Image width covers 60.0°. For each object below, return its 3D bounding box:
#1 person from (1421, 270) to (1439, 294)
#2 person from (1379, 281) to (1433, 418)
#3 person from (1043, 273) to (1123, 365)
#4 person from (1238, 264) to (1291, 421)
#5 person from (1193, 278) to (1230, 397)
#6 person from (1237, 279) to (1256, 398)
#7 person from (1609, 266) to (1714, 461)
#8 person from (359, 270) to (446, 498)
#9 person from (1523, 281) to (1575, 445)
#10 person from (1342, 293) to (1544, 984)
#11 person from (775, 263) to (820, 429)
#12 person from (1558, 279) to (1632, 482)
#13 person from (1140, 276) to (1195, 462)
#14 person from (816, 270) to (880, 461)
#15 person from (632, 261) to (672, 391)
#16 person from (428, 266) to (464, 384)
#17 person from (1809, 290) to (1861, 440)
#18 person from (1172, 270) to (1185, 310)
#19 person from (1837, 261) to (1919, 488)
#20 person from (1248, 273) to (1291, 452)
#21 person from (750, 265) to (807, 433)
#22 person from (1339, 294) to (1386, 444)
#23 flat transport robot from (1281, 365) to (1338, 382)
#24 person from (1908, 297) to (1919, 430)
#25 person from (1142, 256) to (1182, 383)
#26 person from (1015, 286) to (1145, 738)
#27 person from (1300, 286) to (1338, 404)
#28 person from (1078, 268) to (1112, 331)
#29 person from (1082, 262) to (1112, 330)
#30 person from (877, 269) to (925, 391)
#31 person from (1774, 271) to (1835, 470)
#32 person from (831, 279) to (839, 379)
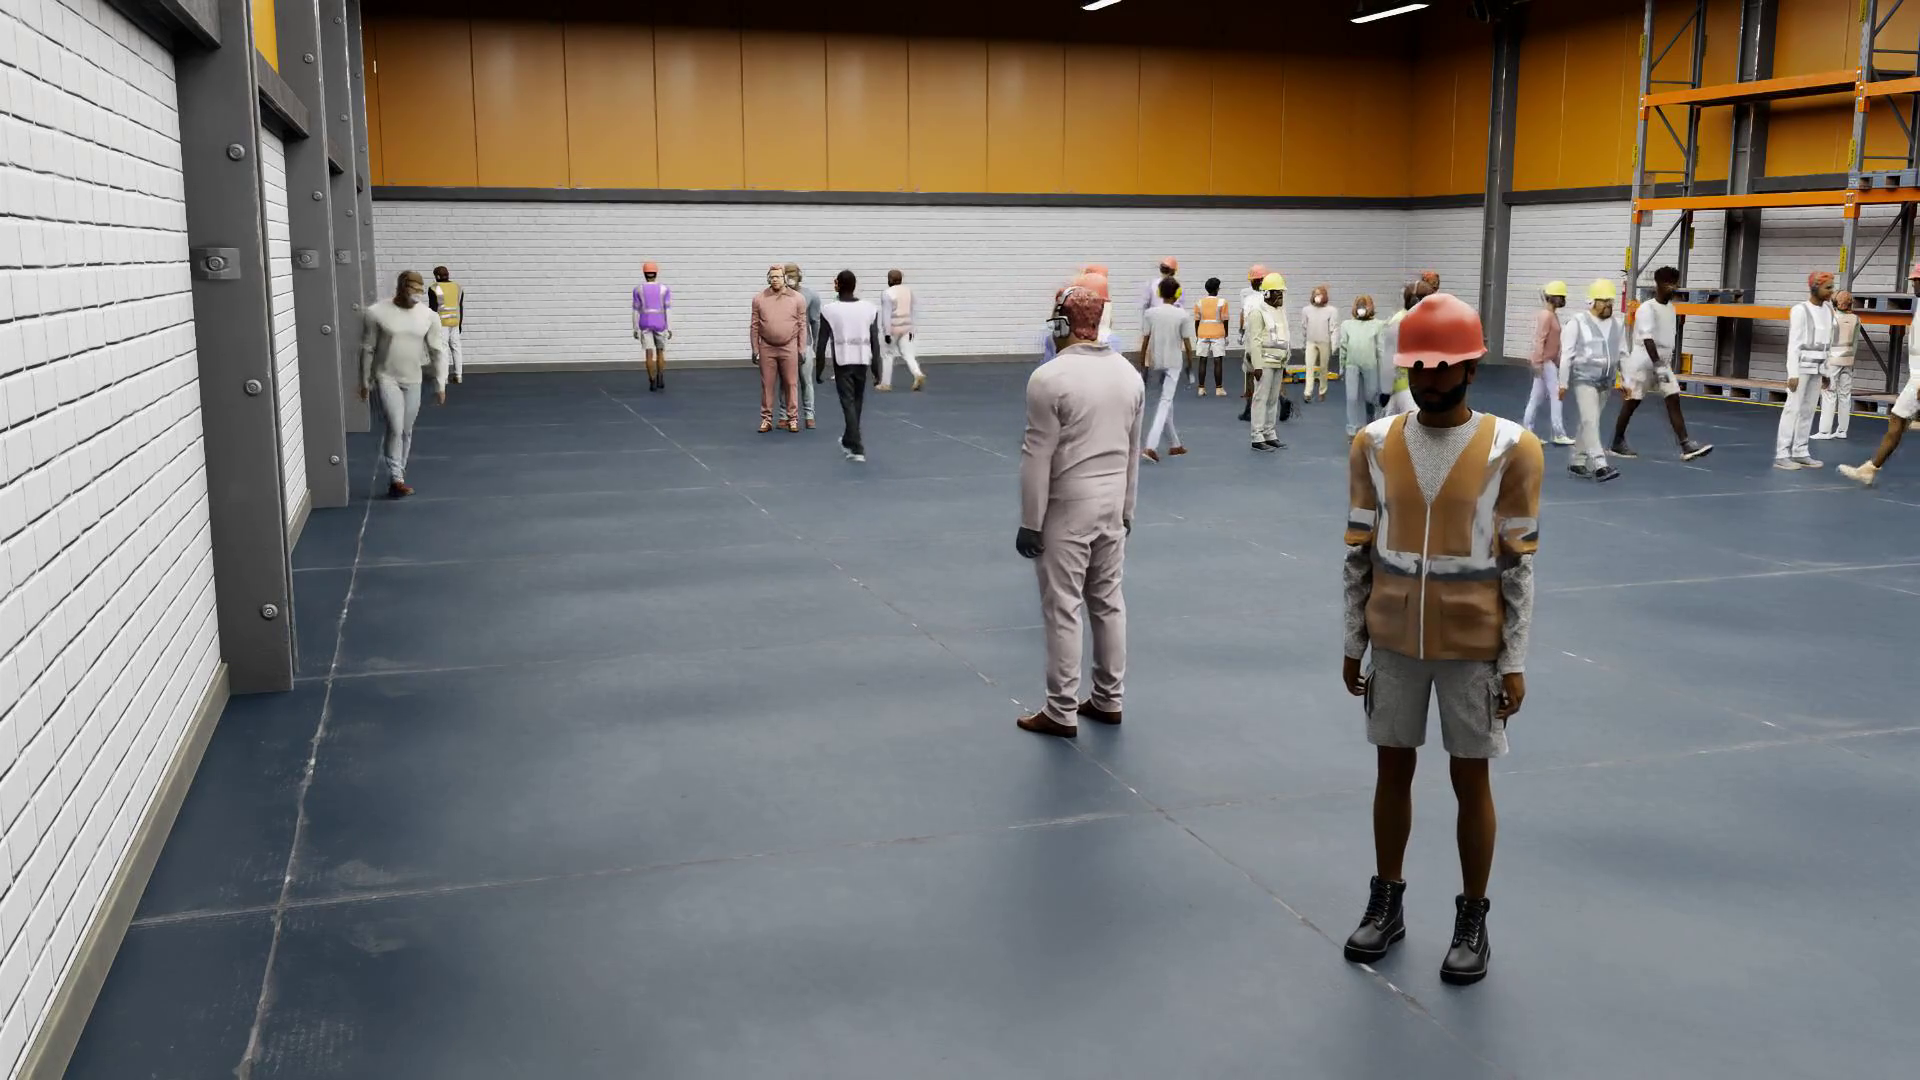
[{"bbox_3d":[5.557,-2.288,19.830,0.593,1.849,0.966,-2,10,-12],"label":"person"},{"bbox_3d":[3.916,-1.330,14.411,0.946,1.798,0.630,6,11,30],"label":"person"},{"bbox_3d":[0.881,-0.794,10.969,0.575,1.895,0.924,7,12,36],"label":"person"},{"bbox_3d":[3.654,-2.347,19.946,0.551,1.916,0.806,-4,11,-23],"label":"person"},{"bbox_3d":[3.583,-2.883,23.676,0.530,1.693,0.321,5,11,27],"label":"person"},{"bbox_3d":[4.155,-2.915,23.354,0.533,1.870,0.315,-1,10,-7],"label":"person"},{"bbox_3d":[6.853,-1.711,16.264,0.597,1.900,1.041,-6,12,-33],"label":"person"},{"bbox_3d":[-4.635,-1.296,13.891,0.656,1.896,0.694,-7,12,-34],"label":"person"},{"bbox_3d":[6.324,-1.859,17.587,0.738,1.737,0.553,5,11,28],"label":"person"},{"bbox_3d":[1.325,0.282,4.680,0.541,1.932,0.382,6,11,31],"label":"person"},{"bbox_3d":[-1.929,-2.230,19.254,0.643,1.926,0.393,0,10,0],"label":"person"},{"bbox_3d":[5.736,-1.407,14.826,0.626,1.792,0.872,-3,10,-18],"label":"person"},{"bbox_3d":[2.036,-1.683,16.404,0.523,1.822,1.006,7,12,34],"label":"person"},{"bbox_3d":[-1.132,-1.741,16.580,0.613,1.858,1.012,-4,11,-24],"label":"person"},{"bbox_3d":[-4.595,-3.185,24.777,0.571,1.913,0.780,-3,10,-15],"label":"person"},{"bbox_3d":[-8.053,-3.356,26.002,0.429,1.839,0.621,7,12,36],"label":"person"},{"bbox_3d":[9.567,-1.903,18.158,0.519,1.640,0.307,-3,10,-19],"label":"person"},{"bbox_3d":[3.375,-3.588,27.145,0.585,1.912,0.465,4,10,20],"label":"person"},{"bbox_3d":[8.100,-1.391,14.158,0.624,1.993,1.032,-8,12,-38],"label":"person"},{"bbox_3d":[3.209,-1.830,17.181,0.404,1.833,0.587,8,12,38],"label":"person"},{"bbox_3d":[-2.066,-2.169,18.927,0.651,1.907,0.409,0,10,-1],"label":"person"},{"bbox_3d":[4.363,-1.859,18.009,0.503,1.615,0.684,4,10,21],"label":"person"},{"bbox_3d":[5.308,-2.657,26.482,1.431,0.197,0.652,-8,13,-39],"label":"flat transport robot"},{"bbox_3d":[11.297,-2.279,19.178,0.688,2.000,0.536,0,10,1],"label":"person"},{"bbox_3d":[3.079,-3.399,25.801,0.641,2.004,0.920,5,11,29],"label":"person"},{"bbox_3d":[0.492,-0.121,7.104,0.642,1.902,0.401,-9,13,-42],"label":"person"},{"bbox_3d":[4.873,-2.650,22.619,0.514,1.584,0.880,4,11,22],"label":"person"},{"bbox_3d":[1.445,-2.176,19.076,0.607,1.879,1.004,1,10,4],"label":"person"},{"bbox_3d":[1.266,-1.828,16.822,0.961,1.963,0.631,9,13,42],"label":"person"},{"bbox_3d":[-0.882,-3.102,24.626,0.633,1.814,0.852,-9,14,-43],"label":"person"},{"bbox_3d":[8.013,-1.599,15.726,0.586,1.879,0.342,-6,11,-29],"label":"person"},{"bbox_3d":[-1.889,-3.395,26.792,0.315,1.641,0.515,-5,11,-26],"label":"person"}]
